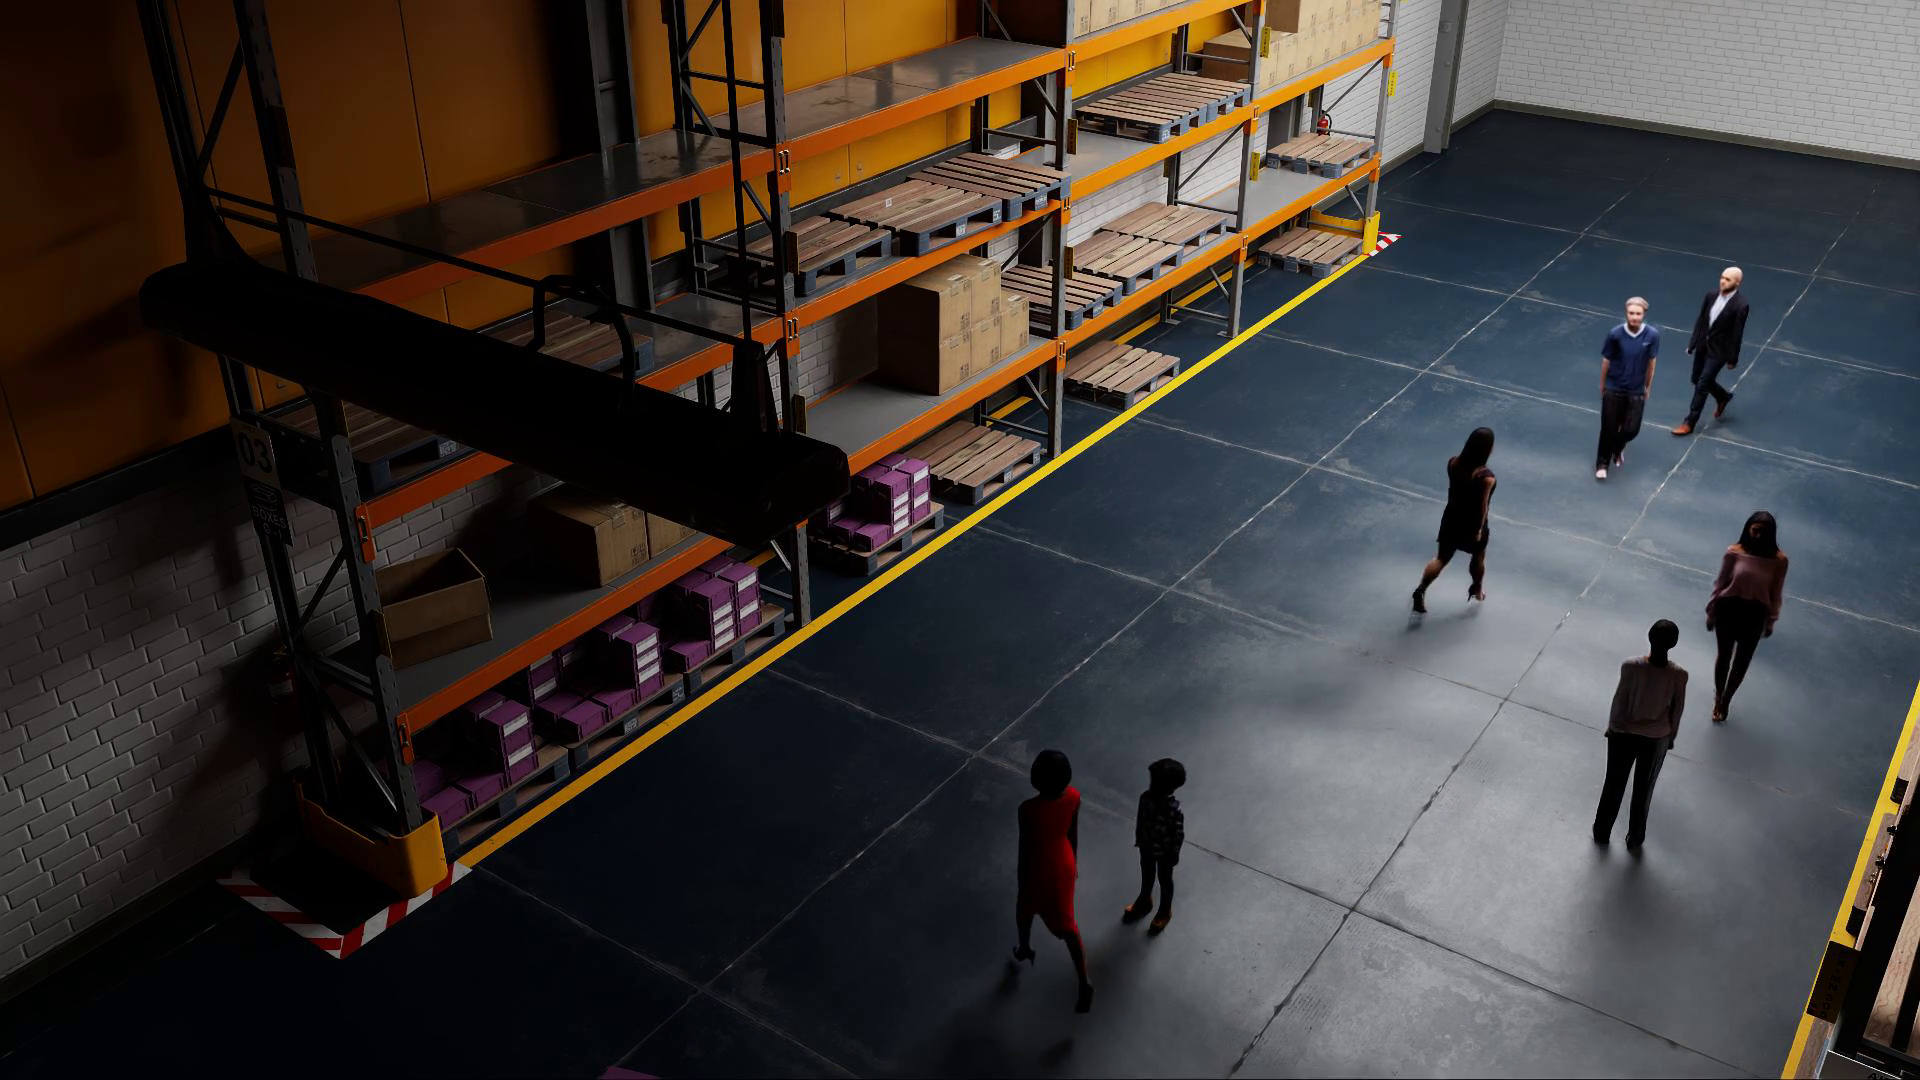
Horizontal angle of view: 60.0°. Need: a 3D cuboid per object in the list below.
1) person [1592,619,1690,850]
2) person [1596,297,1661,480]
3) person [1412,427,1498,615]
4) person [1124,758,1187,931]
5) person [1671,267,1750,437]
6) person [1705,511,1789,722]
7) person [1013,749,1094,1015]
[{"bbox_3d":[4.565,1.304,11.154,0.648,1.774,0.618,10,30,18],"label":"person"},{"bbox_3d":[6.459,-1.501,16.215,0.794,1.851,0.844,7,29,12],"label":"person"},{"bbox_3d":[4.127,-0.099,13.829,1.196,1.675,0.943,-17,33,-28],"label":"person"},{"bbox_3d":[1.269,1.911,10.587,0.520,1.251,0.521,25,37,38],"label":"person"},{"bbox_3d":[7.819,-1.972,17.151,1.210,1.782,1.037,-13,31,-22],"label":"person"},{"bbox_3d":[5.866,0.562,12.489,0.665,1.799,0.619,15,32,26],"label":"person"},{"bbox_3d":[0.573,2.043,9.865,1.095,1.711,0.982,-12,31,-21],"label":"person"}]
